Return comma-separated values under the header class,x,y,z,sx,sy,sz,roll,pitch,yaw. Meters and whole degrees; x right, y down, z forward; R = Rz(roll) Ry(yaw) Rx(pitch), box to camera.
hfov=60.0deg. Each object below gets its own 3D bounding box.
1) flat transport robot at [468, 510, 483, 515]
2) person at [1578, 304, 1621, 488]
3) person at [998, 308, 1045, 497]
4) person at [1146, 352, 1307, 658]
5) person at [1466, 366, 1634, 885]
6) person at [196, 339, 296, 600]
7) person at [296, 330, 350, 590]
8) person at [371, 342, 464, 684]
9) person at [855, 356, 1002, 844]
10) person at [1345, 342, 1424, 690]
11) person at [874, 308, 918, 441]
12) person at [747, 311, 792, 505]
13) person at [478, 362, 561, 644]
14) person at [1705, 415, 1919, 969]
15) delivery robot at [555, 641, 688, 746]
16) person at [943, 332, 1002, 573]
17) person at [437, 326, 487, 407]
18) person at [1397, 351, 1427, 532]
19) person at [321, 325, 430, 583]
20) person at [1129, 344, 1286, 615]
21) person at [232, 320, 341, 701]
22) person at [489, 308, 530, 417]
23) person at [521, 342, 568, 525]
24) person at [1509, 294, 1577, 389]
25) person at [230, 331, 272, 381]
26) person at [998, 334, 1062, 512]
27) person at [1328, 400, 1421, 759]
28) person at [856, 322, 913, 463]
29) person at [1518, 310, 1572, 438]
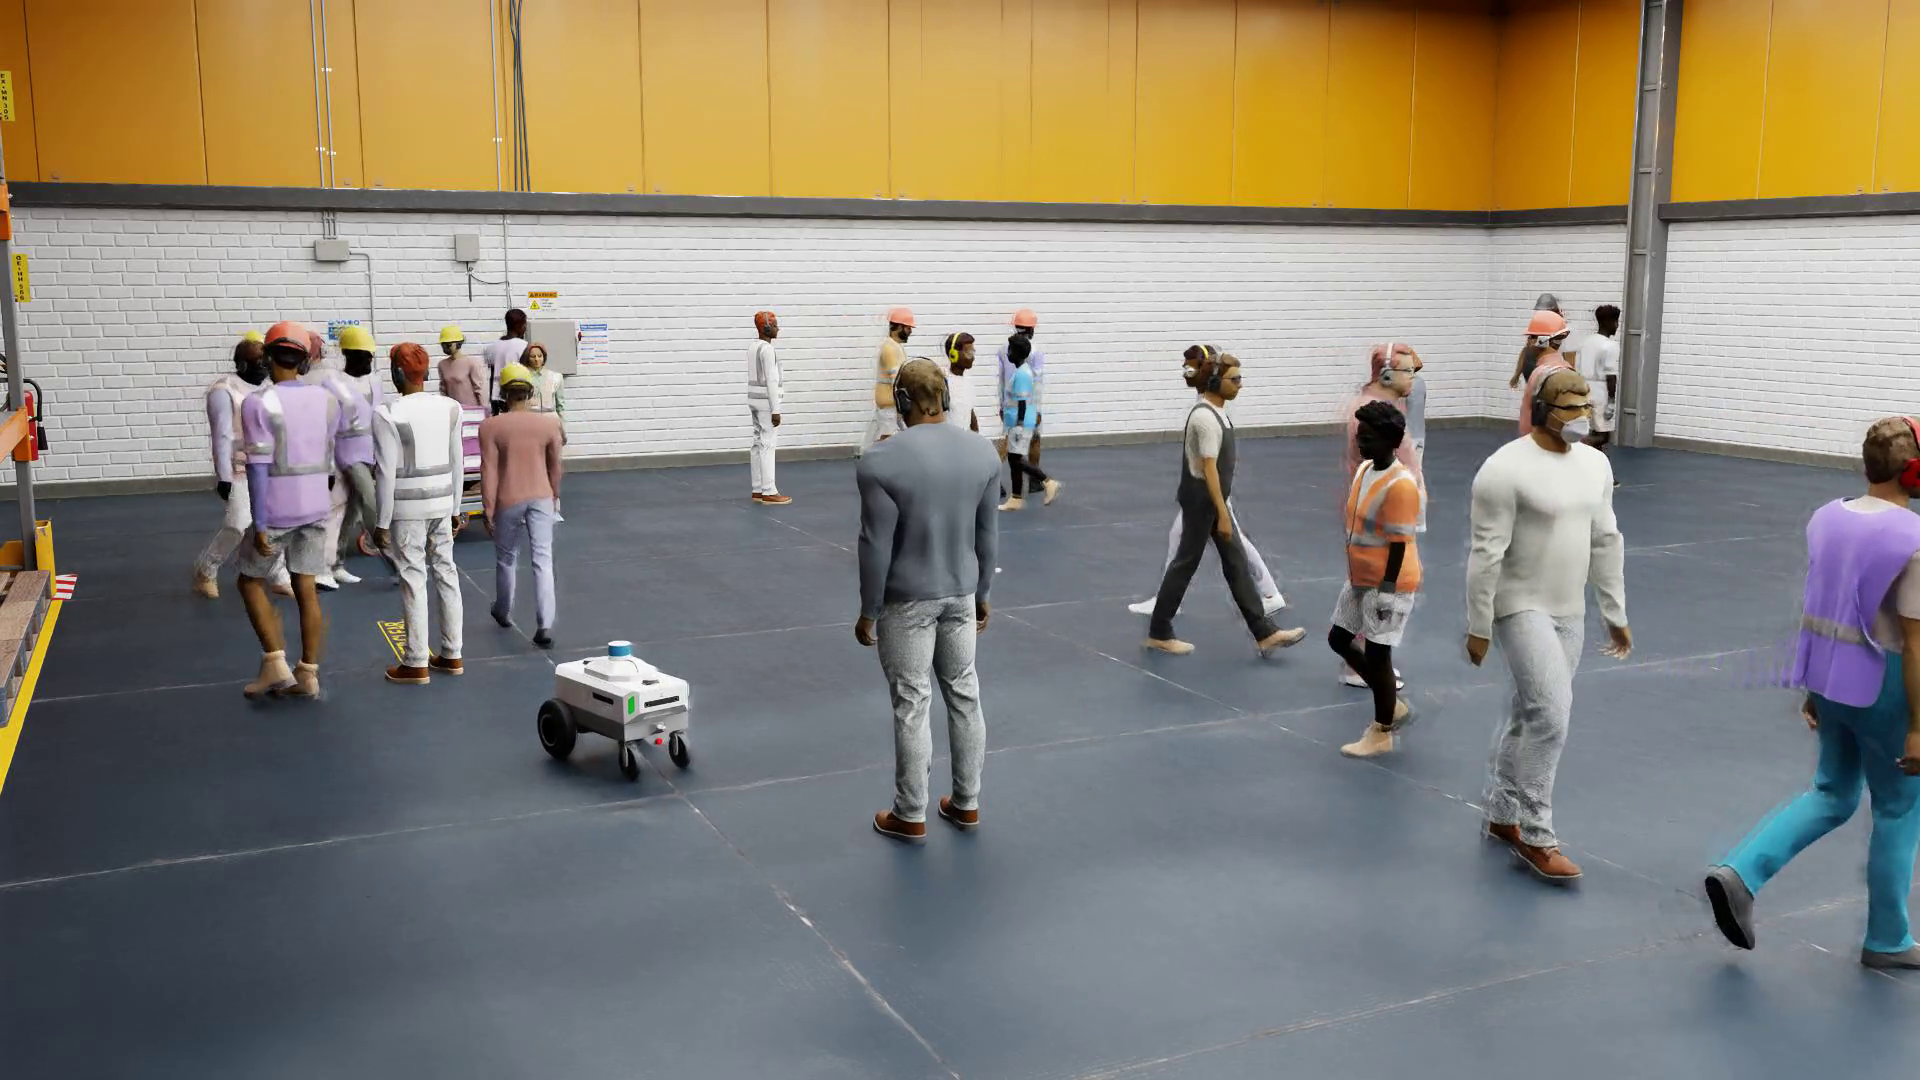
class,x,y,z,sx,sy,sz,roll,pitch,yaw
flat transport robot,-4.814,-0.412,15.816,0.652,0.197,1.431,-7,12,-38
person,6.565,-1.481,17.294,0.734,1.945,0.608,-2,9,-11
person,0.591,-1.385,16.809,0.552,1.906,0.905,6,11,33
person,1.531,-0.181,9.660,0.966,1.791,0.538,3,10,19
person,2.269,0.315,6.242,0.632,1.916,0.743,-6,11,-31
person,-4.943,-0.474,11.446,0.664,1.821,0.670,3,10,18
person,-4.604,-0.582,11.981,0.638,1.855,0.983,0,9,1
person,-2.989,-0.147,9.187,0.355,1.883,0.576,6,11,32
person,-0.134,0.242,6.619,0.627,1.934,0.372,-5,11,-30
person,2.306,-0.117,8.982,0.449,1.887,0.670,3,9,15
person,-0.624,-1.409,16.959,0.675,1.894,0.543,2,9,13
person,-1.890,-1.287,16.264,0.356,1.883,0.572,-5,10,-27
person,-2.713,-0.238,10.291,0.521,1.707,0.976,-5,10,-26
person,2.854,0.505,5.328,0.721,1.824,0.572,-1,9,-8
delivery robot,-1.566,0.711,7.682,0.477,0.478,0.707,-8,12,-42
person,-0.116,-0.682,12.698,0.954,1.829,0.534,4,10,26
person,-4.955,-1.266,16.591,0.537,1.734,0.494,5,10,27
person,3.866,-0.853,14.387,0.308,1.624,0.492,8,12,42
person,-4.230,-0.588,11.937,0.997,1.875,0.596,2,9,12
person,1.655,-0.370,10.819,1.015,1.815,0.544,4,10,22
person,-3.555,-0.148,8.801,0.510,2.005,0.616,5,11,29
person,-4.599,-1.409,16.972,0.621,1.895,0.676,6,11,35
person,-3.800,-0.962,14.993,0.523,1.639,0.306,-5,10,-27
person,6.988,-1.980,20.072,0.909,2.000,0.703,-3,10,-16
person,-5.841,-0.876,14.077,0.603,1.769,0.980,1,9,7
person,0.633,-1.084,15.586,0.525,1.684,0.534,-1,9,-4
person,1.922,0.191,7.686,0.364,1.680,0.549,-1,9,-7
person,-0.792,-1.743,19.433,0.927,1.787,0.591,-3,10,-19
person,4.102,-0.612,11.721,0.385,1.993,0.622,6,11,35
